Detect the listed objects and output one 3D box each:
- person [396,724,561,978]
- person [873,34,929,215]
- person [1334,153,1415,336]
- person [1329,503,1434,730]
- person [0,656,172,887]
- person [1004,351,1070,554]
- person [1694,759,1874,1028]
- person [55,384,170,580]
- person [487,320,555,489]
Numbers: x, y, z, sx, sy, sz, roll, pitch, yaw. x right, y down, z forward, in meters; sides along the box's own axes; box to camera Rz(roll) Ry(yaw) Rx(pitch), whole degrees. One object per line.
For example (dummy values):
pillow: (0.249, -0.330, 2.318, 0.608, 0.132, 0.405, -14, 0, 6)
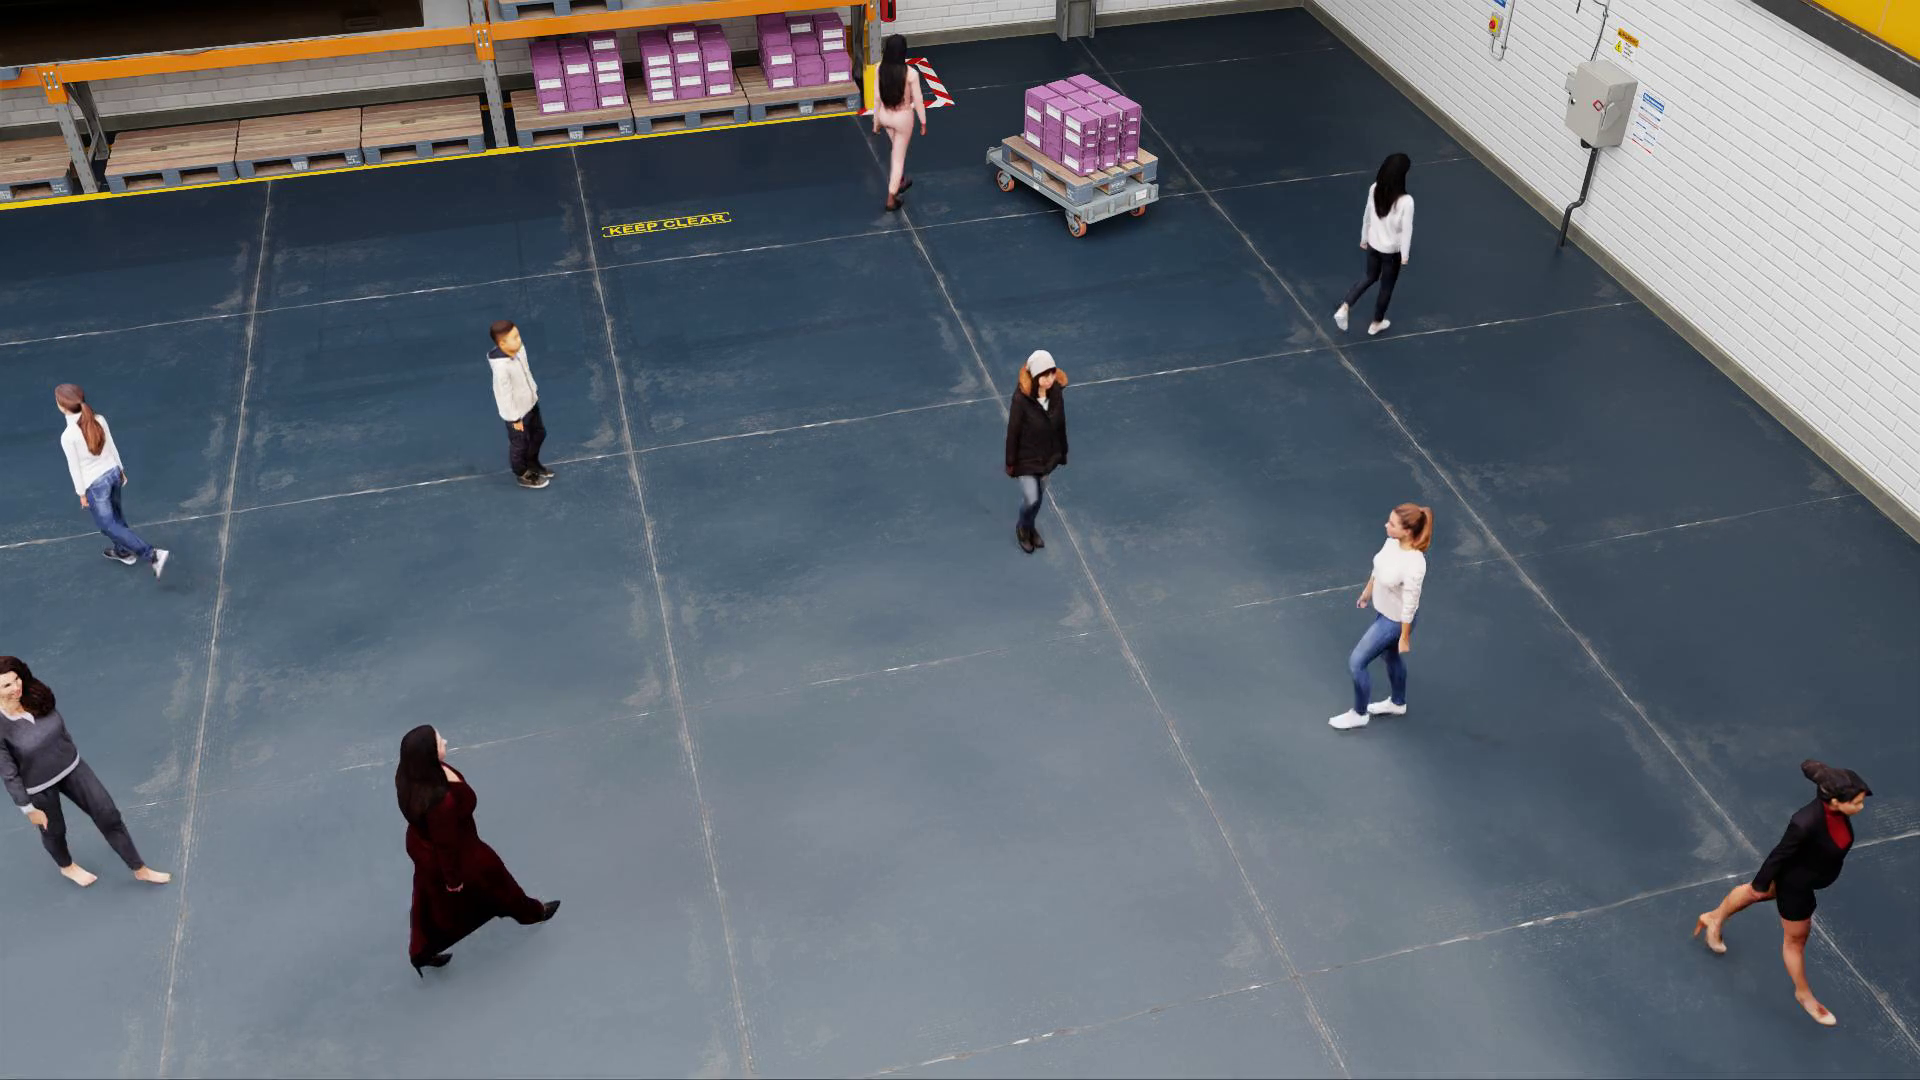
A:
person: (-2.773, 1.685, 8.715, 1.177, 1.708, 0.958, -27, 46, -30)
person: (-0.641, -3.891, 15.705, 0.934, 1.698, 0.990, 19, 42, 23)
person: (3.489, -2.422, 13.876, 0.946, 1.686, 0.796, -25, 45, -27)
person: (2.743, 0.482, 10.228, 0.841, 1.700, 0.752, 3, 39, 4)
person: (-5.088, 1.295, 9.178, 1.063, 1.739, 0.958, 14, 41, 17)
person: (0.482, -0.653, 11.709, 0.652, 1.626, 0.786, -23, 44, -26)
person: (4.279, 1.752, 8.721, 1.084, 1.595, 0.947, -28, 46, -30)
person: (-5.852, -0.374, 11.430, 0.996, 1.537, 0.864, 14, 41, 17)
person: (-3.326, -1.005, 12.293, 0.641, 1.447, 0.665, 7, 39, 8)
